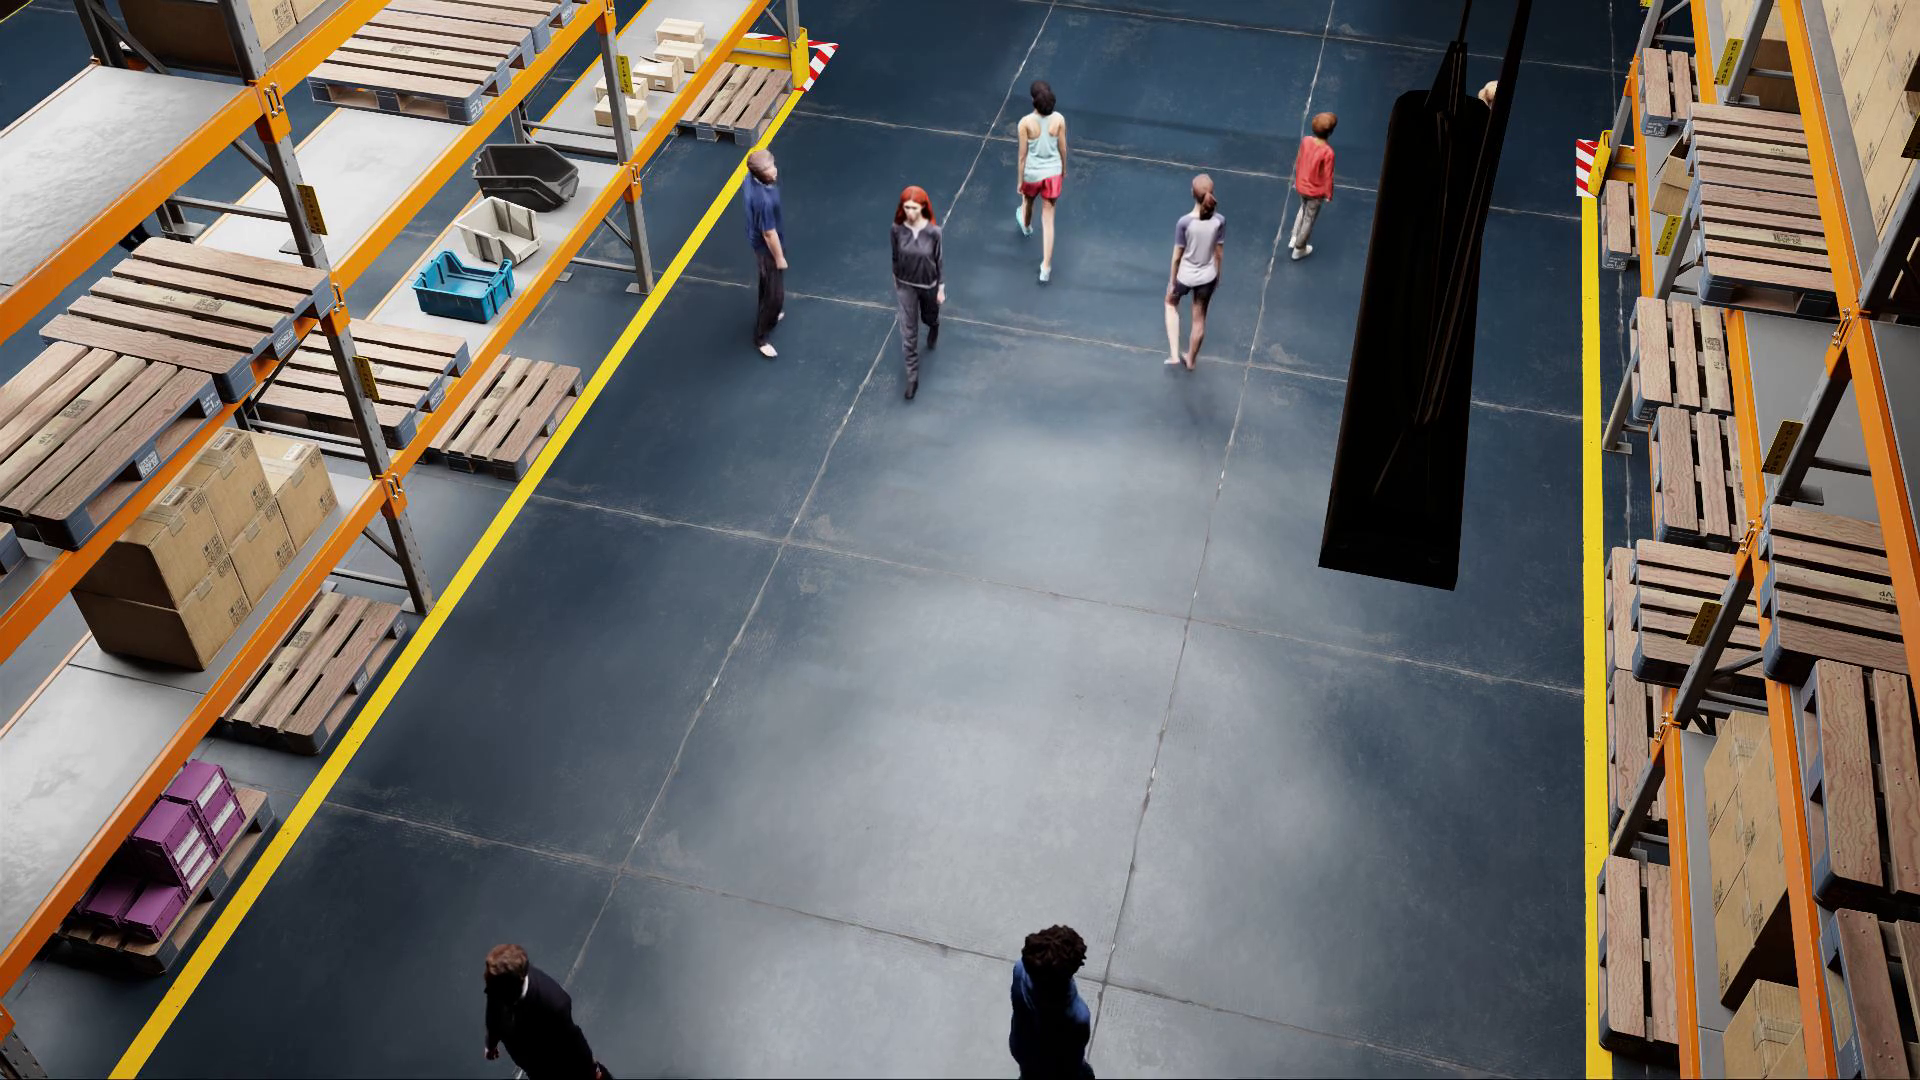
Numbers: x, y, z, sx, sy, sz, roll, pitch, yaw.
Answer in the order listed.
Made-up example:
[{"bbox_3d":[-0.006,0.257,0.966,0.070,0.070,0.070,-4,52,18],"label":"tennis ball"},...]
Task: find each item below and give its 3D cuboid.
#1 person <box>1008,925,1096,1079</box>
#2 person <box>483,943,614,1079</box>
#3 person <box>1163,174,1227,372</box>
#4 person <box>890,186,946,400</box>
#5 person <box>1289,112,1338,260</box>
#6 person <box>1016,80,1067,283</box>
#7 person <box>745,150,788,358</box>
[{"bbox_3d":[0.380,2.549,8.274,0.833,1.796,0.807,-34,53,-31],"label":"person"},{"bbox_3d":[-2.016,2.496,8.344,1.025,1.776,1.249,28,50,26],"label":"person"},{"bbox_3d":[1.868,-2.029,13.108,0.669,1.757,0.714,-2,44,-2],"label":"person"},{"bbox_3d":[-0.304,-2.031,13.118,0.657,1.746,1.129,6,44,7],"label":"person"},{"bbox_3d":[3.006,-3.048,14.429,0.655,1.411,0.614,-28,50,-26],"label":"person"},{"bbox_3d":[0.708,-3.022,14.186,0.958,1.708,1.263,-5,44,-6],"label":"person"},{"bbox_3d":[-1.581,-2.424,13.464,0.926,1.838,0.729,-18,47,-18],"label":"person"}]
